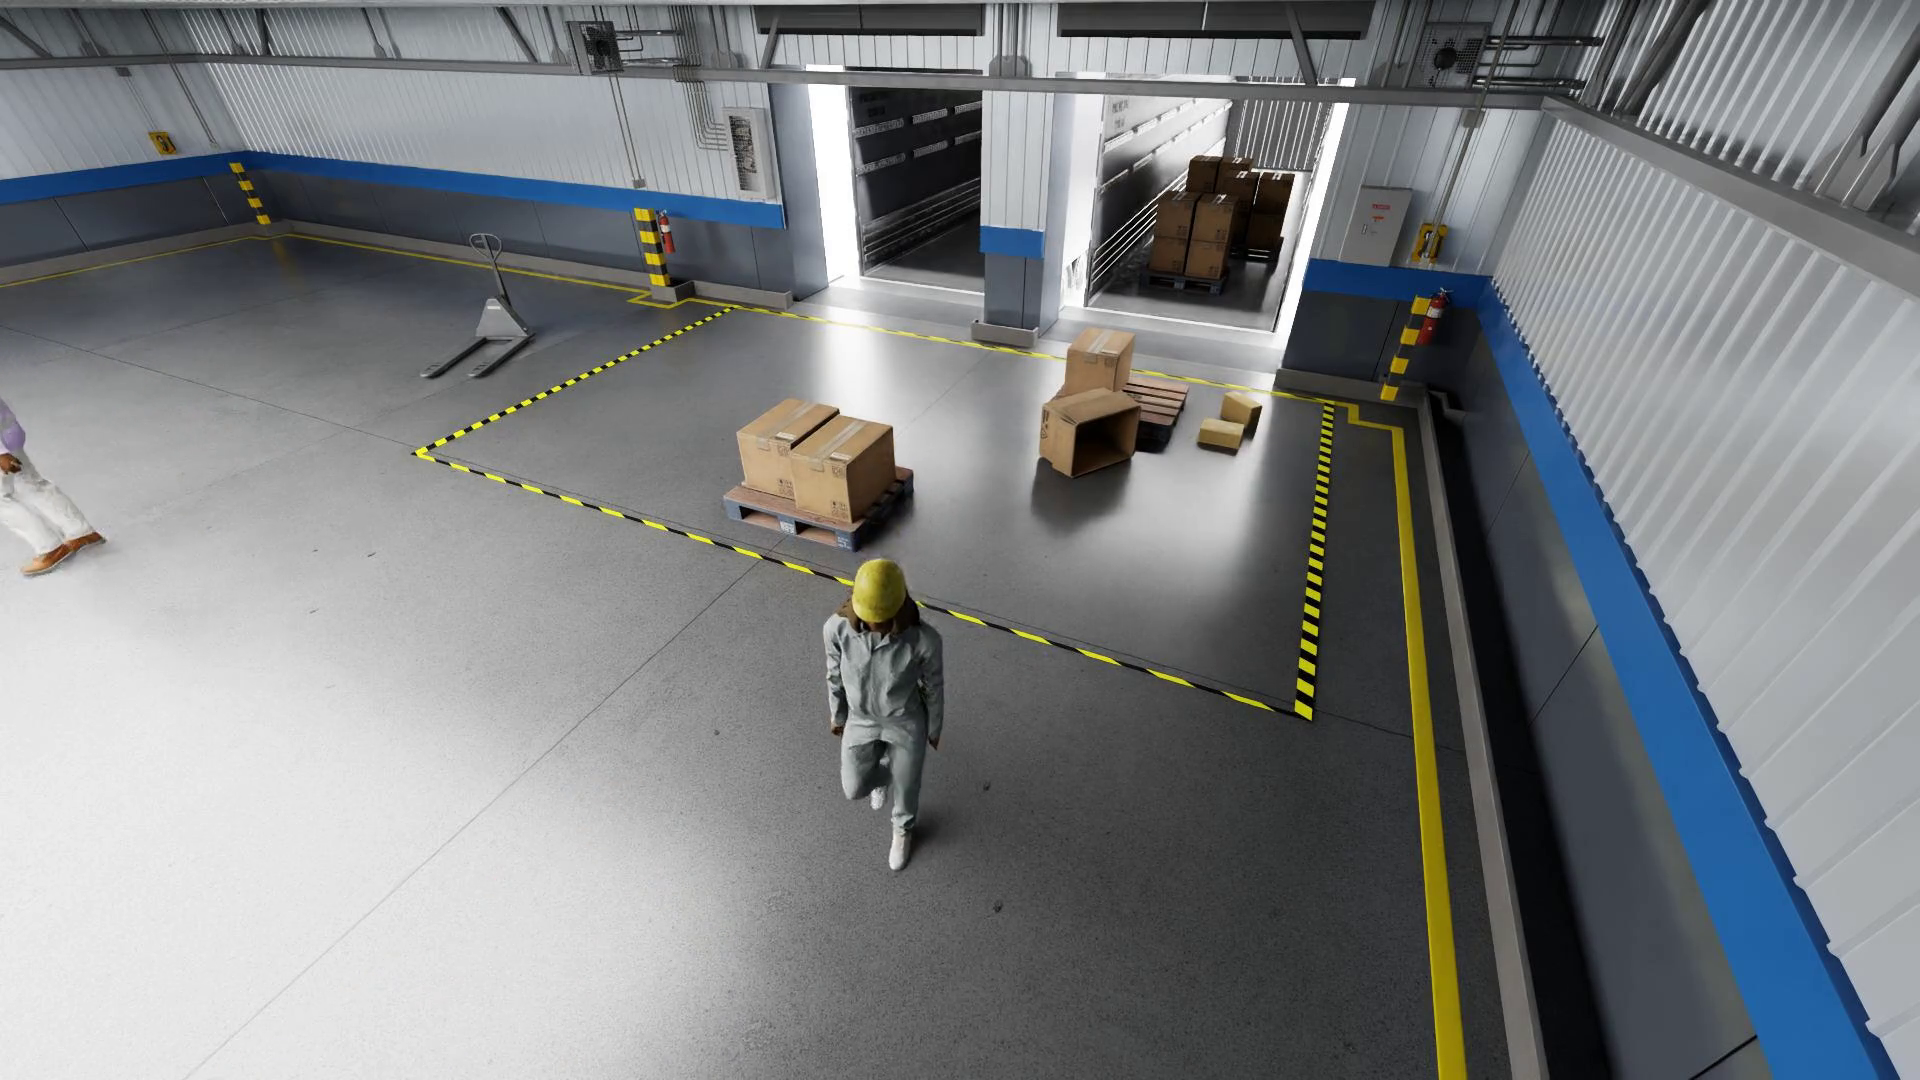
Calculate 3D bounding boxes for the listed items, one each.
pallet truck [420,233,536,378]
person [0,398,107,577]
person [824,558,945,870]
[{"bbox_3d":[-5.664,-2.712,8.427,0.680,1.201,1.601,0,35,-1],"label":"pallet truck"},{"bbox_3d":[-6.663,-0.654,4.947,0.655,1.932,0.512,24,42,30],"label":"person"},{"bbox_3d":[-0.304,0.736,3.157,0.499,1.726,0.470,5,36,7],"label":"person"}]
